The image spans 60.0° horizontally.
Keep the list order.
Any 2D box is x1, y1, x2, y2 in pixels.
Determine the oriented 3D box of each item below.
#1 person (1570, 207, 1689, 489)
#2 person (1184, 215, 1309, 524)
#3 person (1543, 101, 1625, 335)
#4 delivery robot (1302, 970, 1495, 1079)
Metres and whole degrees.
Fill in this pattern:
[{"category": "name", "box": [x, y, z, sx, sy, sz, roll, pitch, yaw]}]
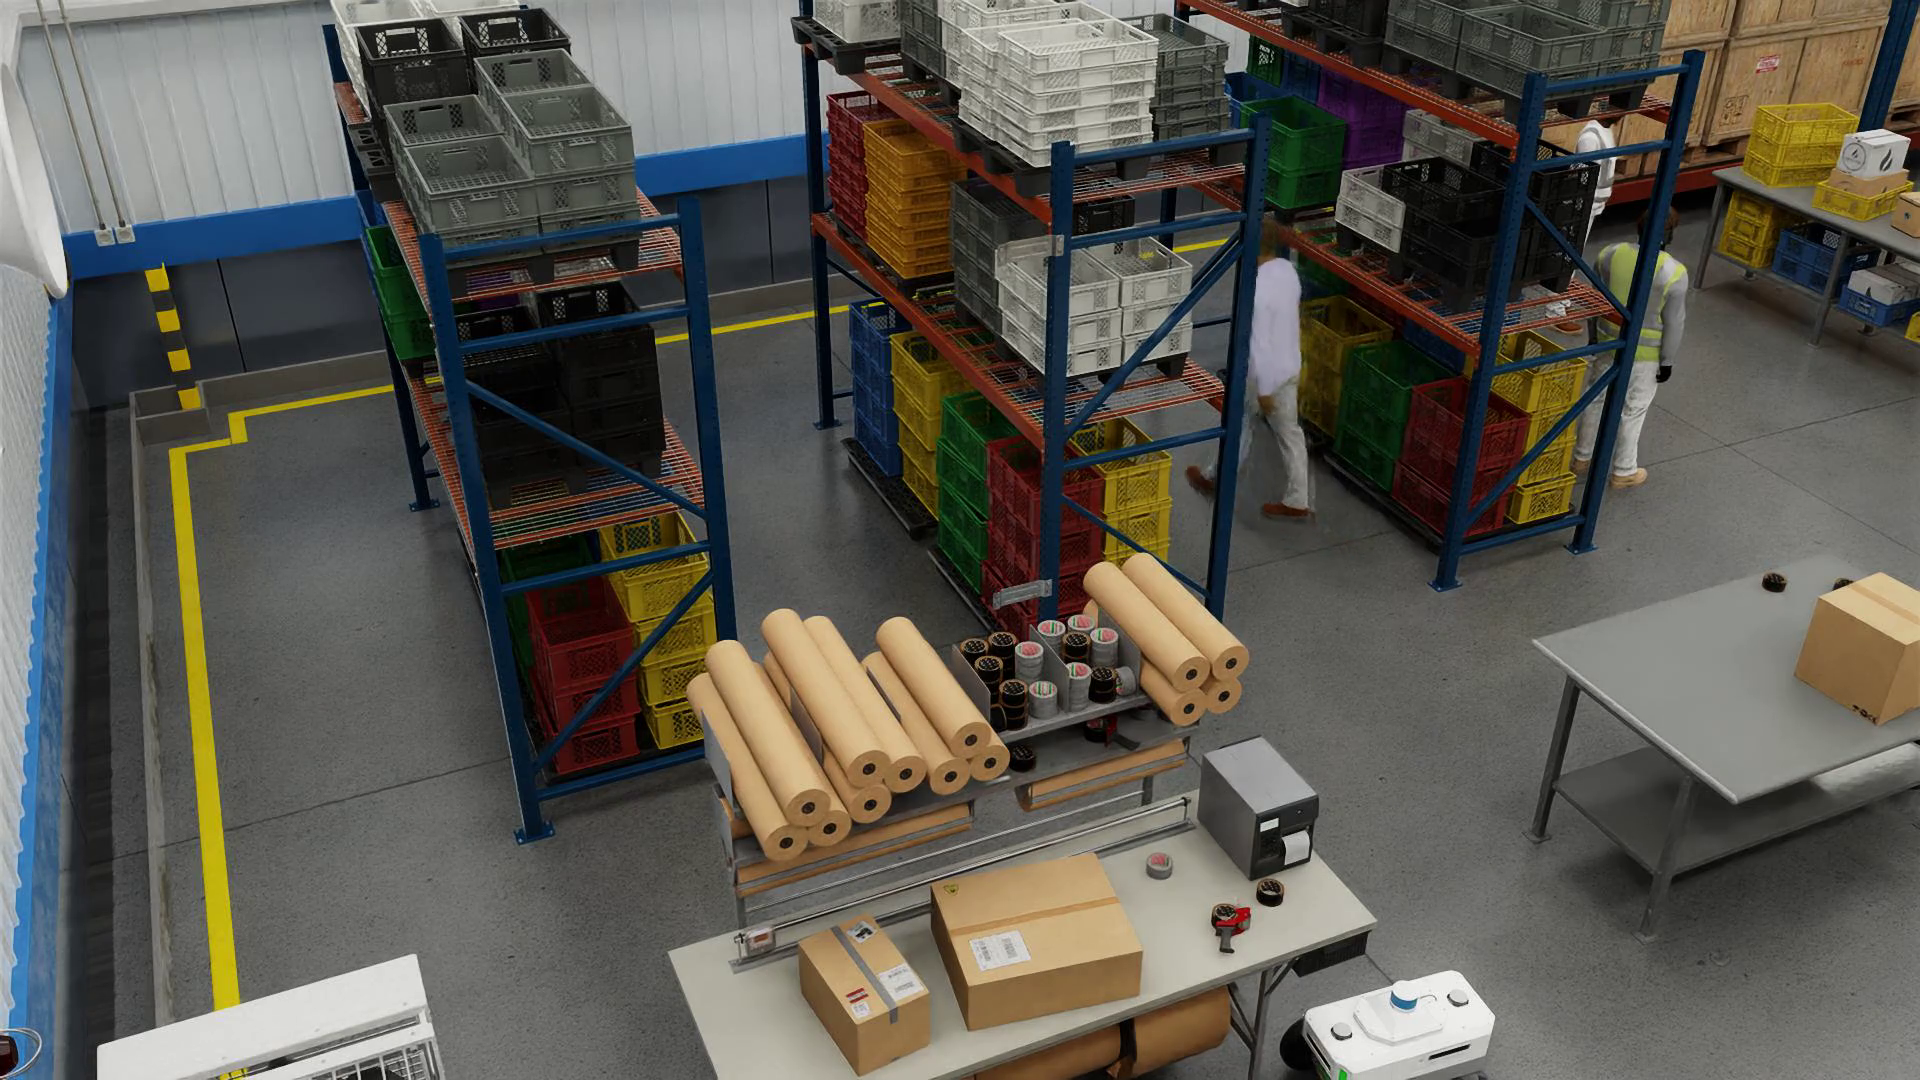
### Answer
[{"category": "person", "box": [4.211, -1.214, 10.427, 0.429, 1.847, 0.623, -23, 38, -32]}, {"category": "person", "box": [1.827, -1.037, 10.118, 0.987, 1.864, 0.640, 23, 39, 33]}, {"category": "person", "box": [4.685, -2.489, 12.457, 0.353, 1.886, 0.573, 15, 35, 22]}, {"category": "delivery robot", "box": [1.702, 1.921, 6.470, 0.707, 0.478, 0.477, -10, 33, -16]}]
